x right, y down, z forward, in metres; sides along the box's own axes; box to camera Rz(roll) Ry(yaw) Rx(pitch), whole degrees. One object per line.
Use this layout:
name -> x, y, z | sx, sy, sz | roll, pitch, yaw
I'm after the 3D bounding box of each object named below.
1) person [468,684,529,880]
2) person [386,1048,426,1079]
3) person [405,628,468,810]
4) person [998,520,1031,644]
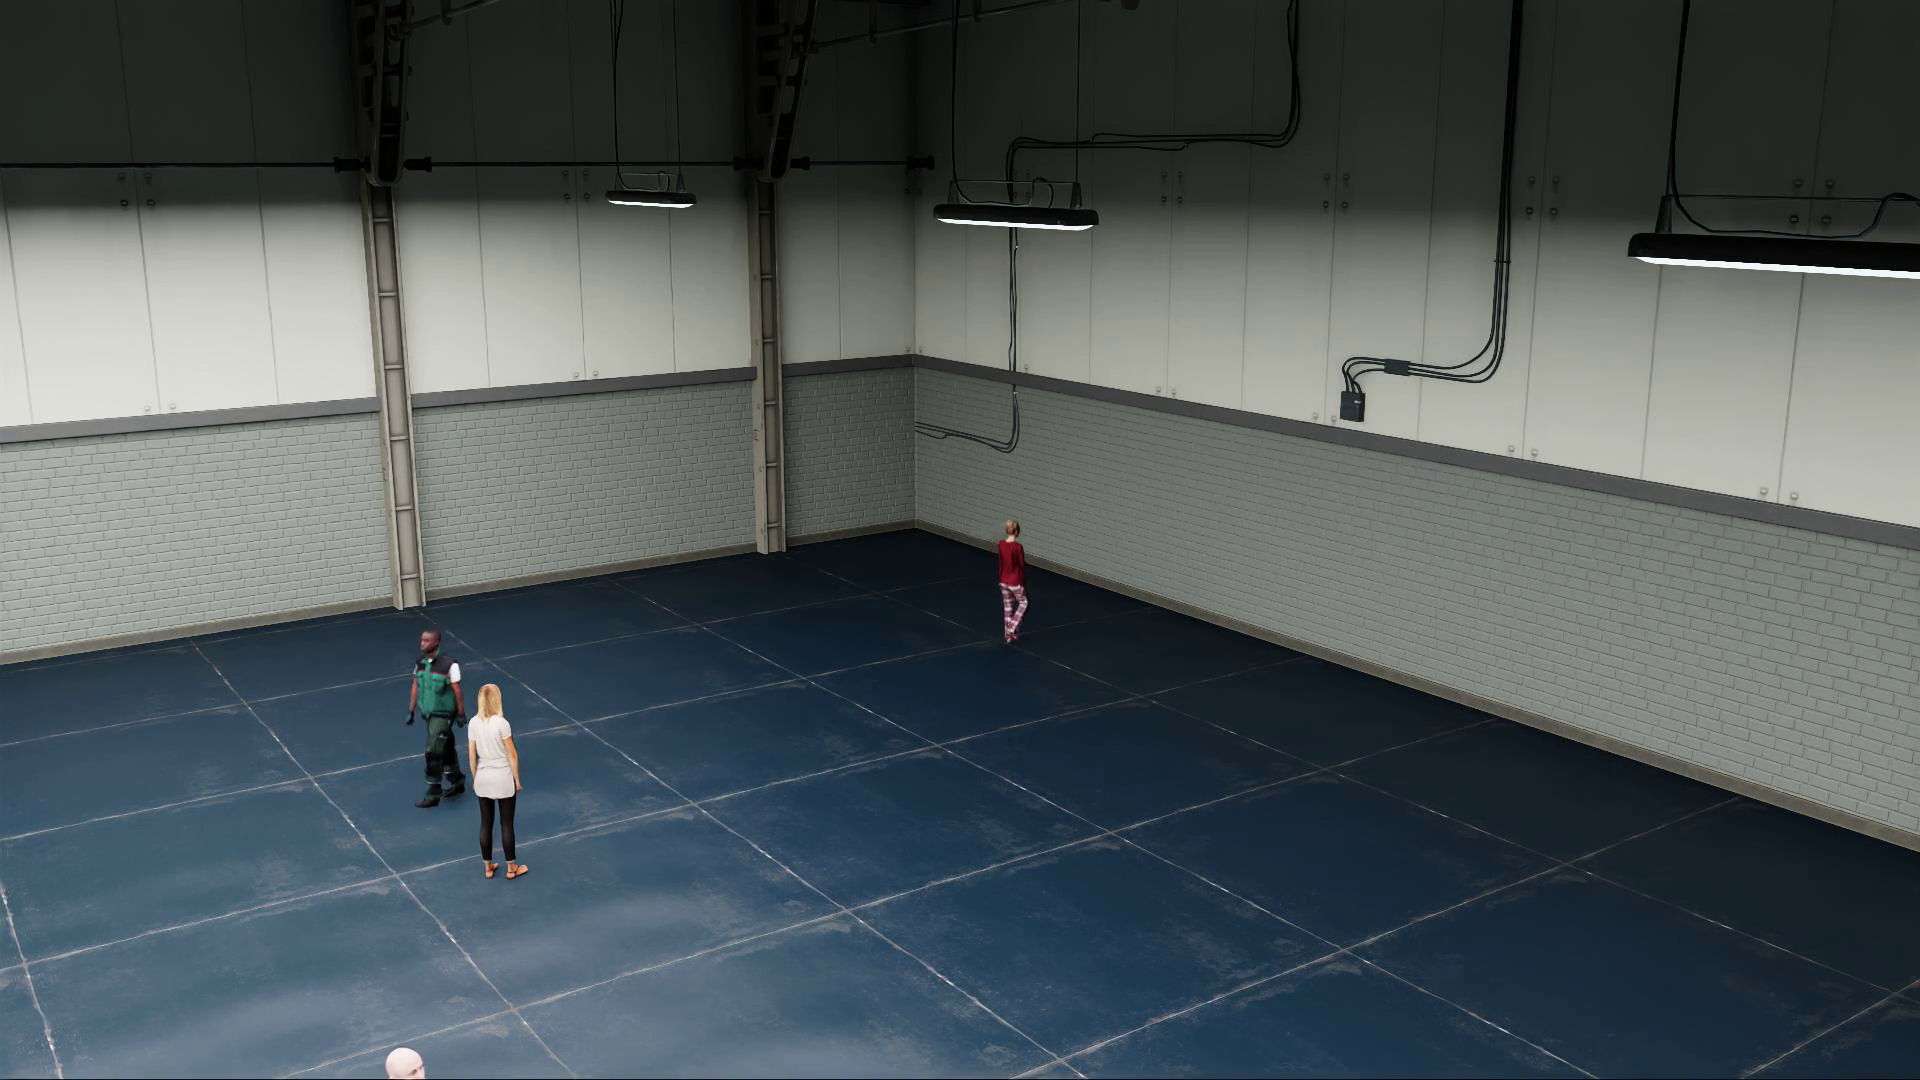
person -> -4.200, 2.179, 15.019 | 0.679, 1.826, 0.741 | 2, 13, 9
person -> -2.954, 3.573, 8.975 | 0.828, 1.837, 0.728 | 4, 14, 19
person -> -5.218, 1.758, 16.866 | 0.910, 1.814, 1.069 | 8, 15, 32
person -> 0.660, 0.571, 22.256 | 0.727, 1.694, 0.751 | 9, 16, 34
